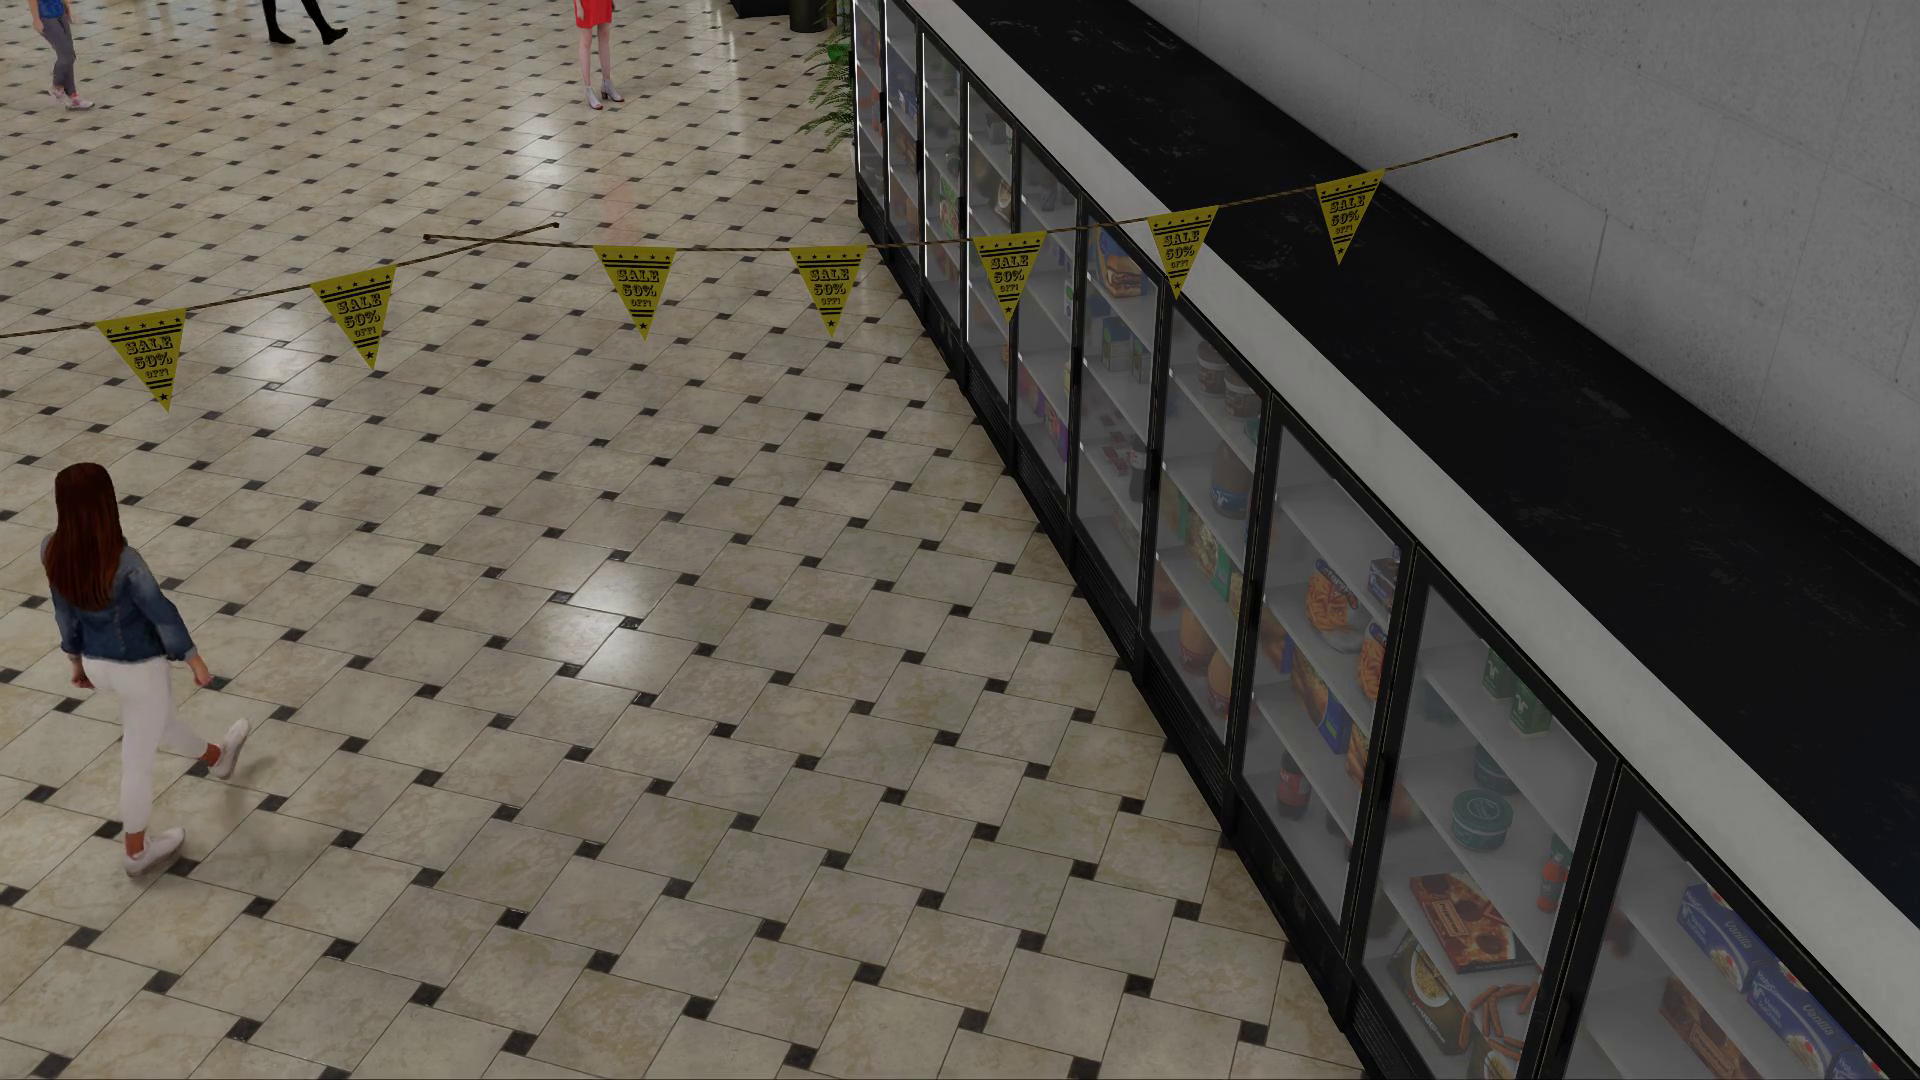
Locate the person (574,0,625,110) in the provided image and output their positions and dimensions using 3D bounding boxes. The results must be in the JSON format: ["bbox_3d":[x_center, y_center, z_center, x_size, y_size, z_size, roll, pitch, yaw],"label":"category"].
[{"bbox_3d":[-3.211,-4.715,14.496,0.720,1.828,0.640,21,37,29],"label":"person"}]

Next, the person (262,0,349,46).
[{"bbox_3d":[-6.641,-5.670,16.019,1.286,1.840,1.181,14,34,21],"label":"person"}]

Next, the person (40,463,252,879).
[{"bbox_3d":[-3.165,0.537,6.204,1.076,1.671,1.075,12,34,19],"label":"person"}]

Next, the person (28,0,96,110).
[{"bbox_3d":[-7.932,-4.521,14.397,0.704,1.604,0.672,2,32,3],"label":"person"}]
